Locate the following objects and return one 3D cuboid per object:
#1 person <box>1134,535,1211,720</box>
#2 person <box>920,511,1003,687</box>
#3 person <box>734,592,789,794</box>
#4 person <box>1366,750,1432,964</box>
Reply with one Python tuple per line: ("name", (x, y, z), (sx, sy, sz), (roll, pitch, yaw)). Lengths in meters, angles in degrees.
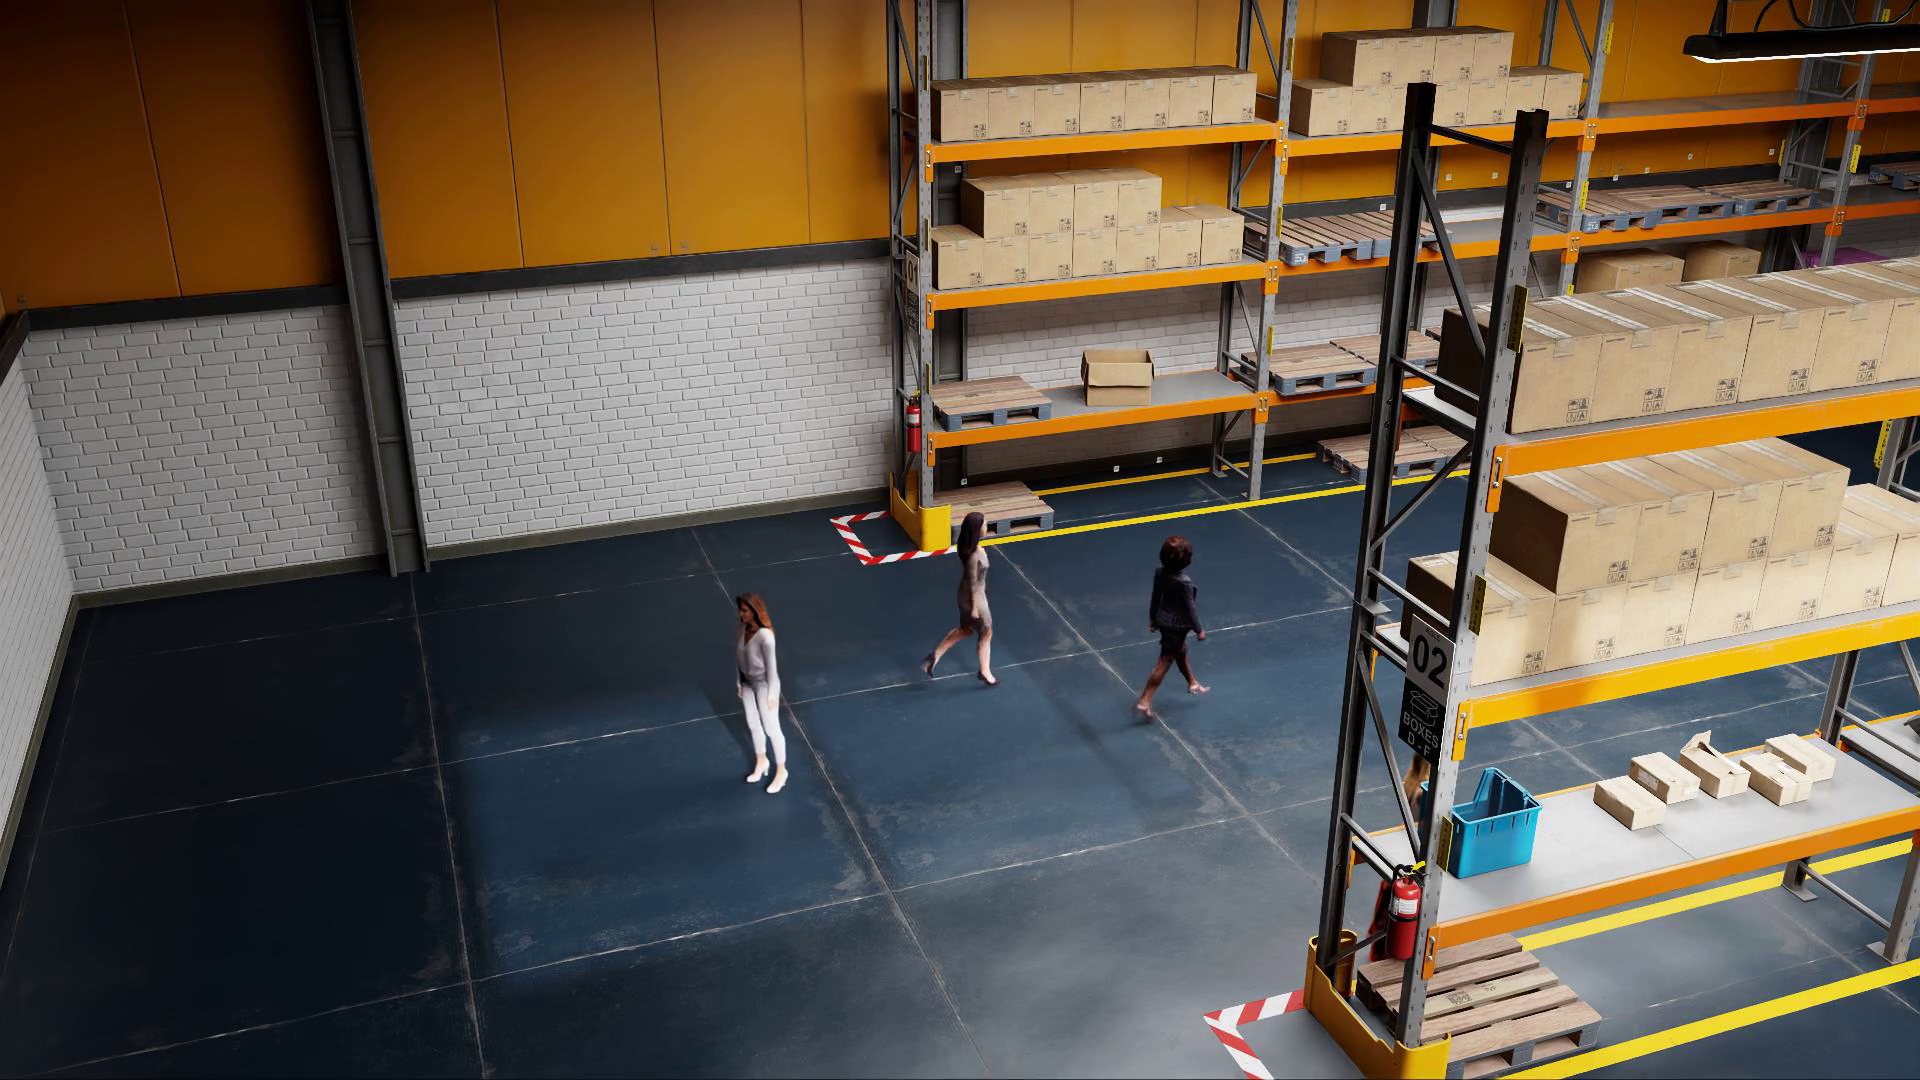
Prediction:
("person", (1.766, 0.804, 14.295), (1.070, 1.645, 0.666), (-10, 26, -23))
("person", (0.032, 0.553, 14.770), (0.995, 1.725, 0.654), (-6, 24, -13))
("person", (-1.589, 1.199, 13.246), (0.654, 1.763, 0.668), (19, 30, 37))
("person", (3.024, 2.101, 11.135), (0.753, 1.800, 0.728), (4, 24, 9))
